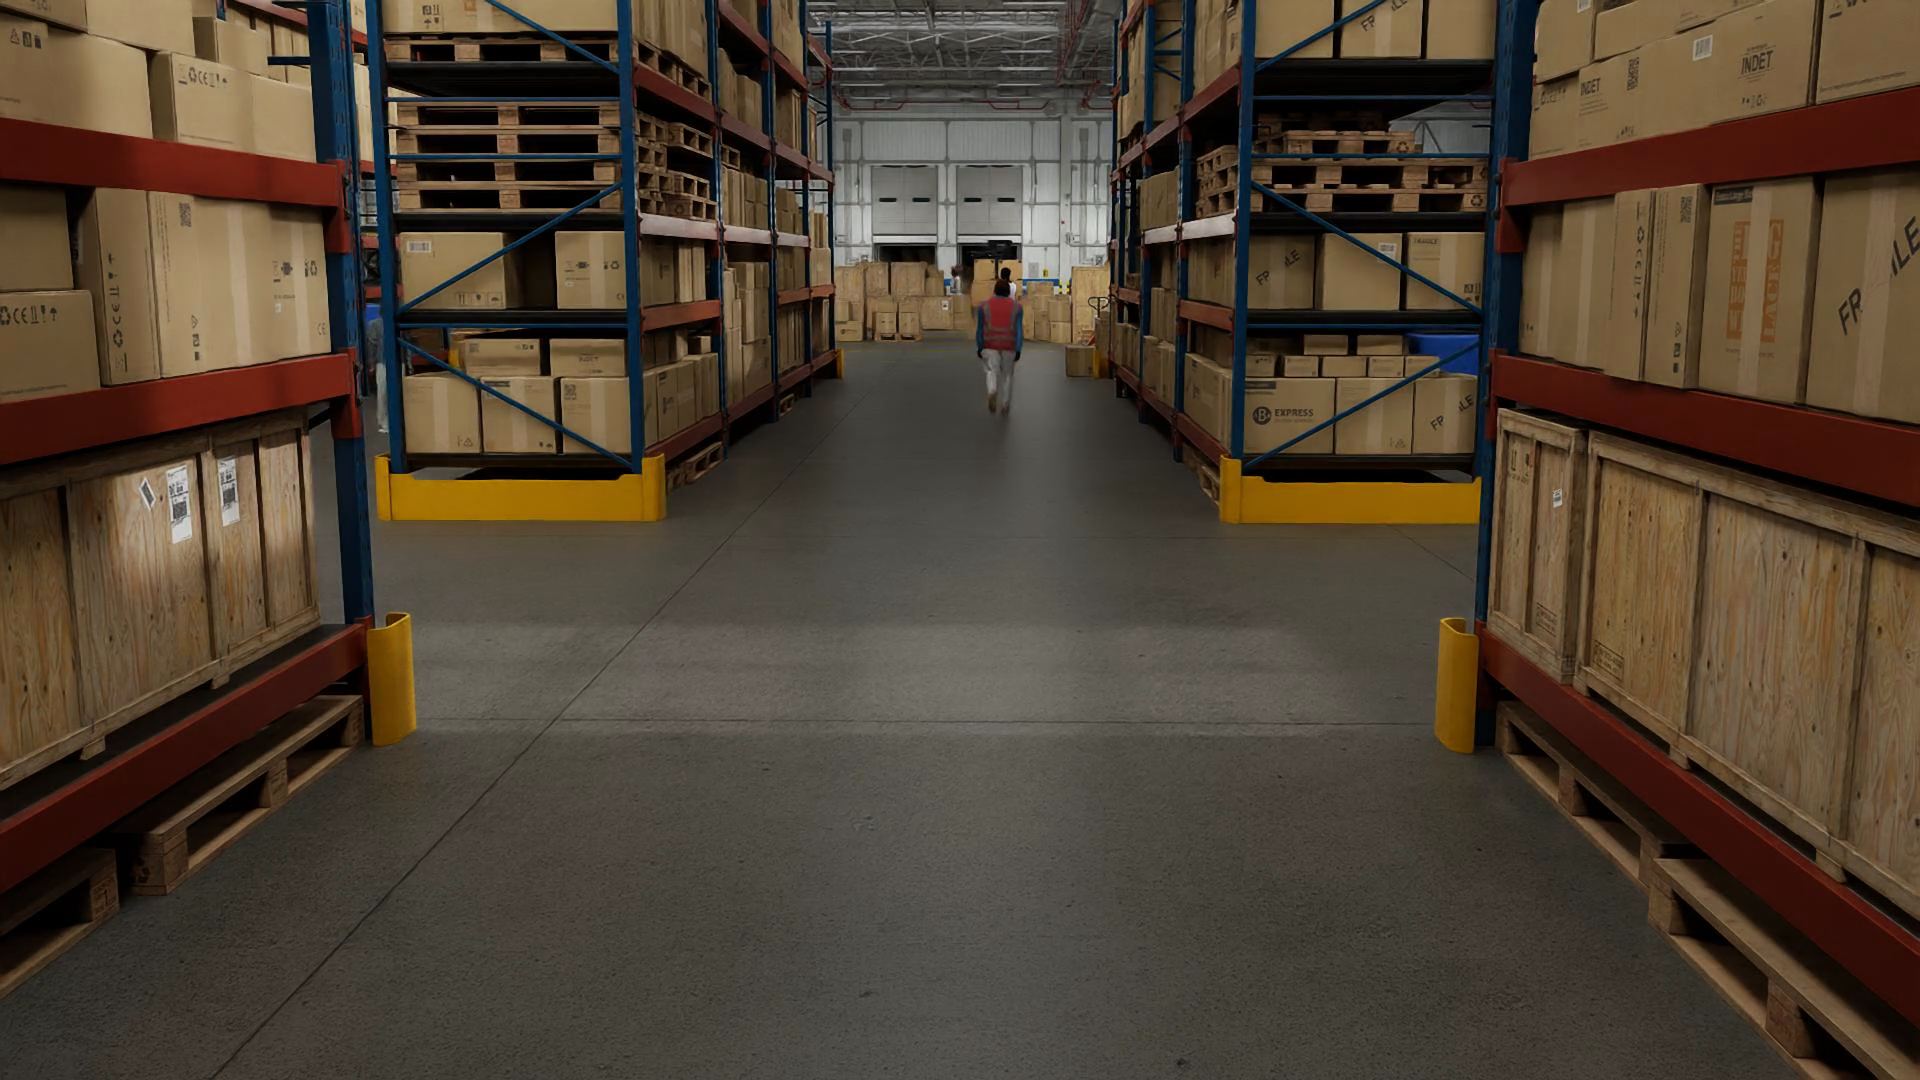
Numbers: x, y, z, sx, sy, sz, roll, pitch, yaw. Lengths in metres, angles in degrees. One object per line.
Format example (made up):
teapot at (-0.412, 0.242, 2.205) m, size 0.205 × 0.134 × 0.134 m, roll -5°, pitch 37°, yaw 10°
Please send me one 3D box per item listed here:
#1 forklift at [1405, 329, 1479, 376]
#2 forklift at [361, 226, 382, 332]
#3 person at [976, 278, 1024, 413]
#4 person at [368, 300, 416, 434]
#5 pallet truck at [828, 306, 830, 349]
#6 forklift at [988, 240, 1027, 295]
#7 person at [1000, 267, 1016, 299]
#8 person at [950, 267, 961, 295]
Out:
forklift at (6.482, -3.134, 22.338) m, size 1.129 × 2.768 × 1.873 m, roll 0°, pitch 9°, yaw 1°
forklift at (-13.153, -5.589, 37.038) m, size 1.129 × 2.768 × 1.873 m, roll 0°, pitch 9°, yaw 1°
person at (0.539, -2.590, 22.236) m, size 0.636 × 1.820 × 0.632 m, roll 0°, pitch 9°, yaw 0°
person at (-6.741, -2.070, 19.737) m, size 0.531 × 1.616 × 0.395 m, roll -6°, pitch 11°, yaw -34°
pallet truck at (-3.100, -3.940, 29.800) m, size 1.885 × 1.965 × 0.823 m, roll 3°, pitch 10°, yaw 19°
forklift at (1.451, -9.341, 59.516) m, size 1.129 × 2.768 × 1.873 m, roll 9°, pitch 13°, yaw 44°
person at (0.963, -4.664, 34.377) m, size 0.392 × 1.919 × 0.592 m, roll 5°, pitch 11°, yaw 27°
person at (-0.094, -8.316, 56.428) m, size 0.742 × 1.864 × 0.587 m, roll -6°, pitch 11°, yaw -31°
